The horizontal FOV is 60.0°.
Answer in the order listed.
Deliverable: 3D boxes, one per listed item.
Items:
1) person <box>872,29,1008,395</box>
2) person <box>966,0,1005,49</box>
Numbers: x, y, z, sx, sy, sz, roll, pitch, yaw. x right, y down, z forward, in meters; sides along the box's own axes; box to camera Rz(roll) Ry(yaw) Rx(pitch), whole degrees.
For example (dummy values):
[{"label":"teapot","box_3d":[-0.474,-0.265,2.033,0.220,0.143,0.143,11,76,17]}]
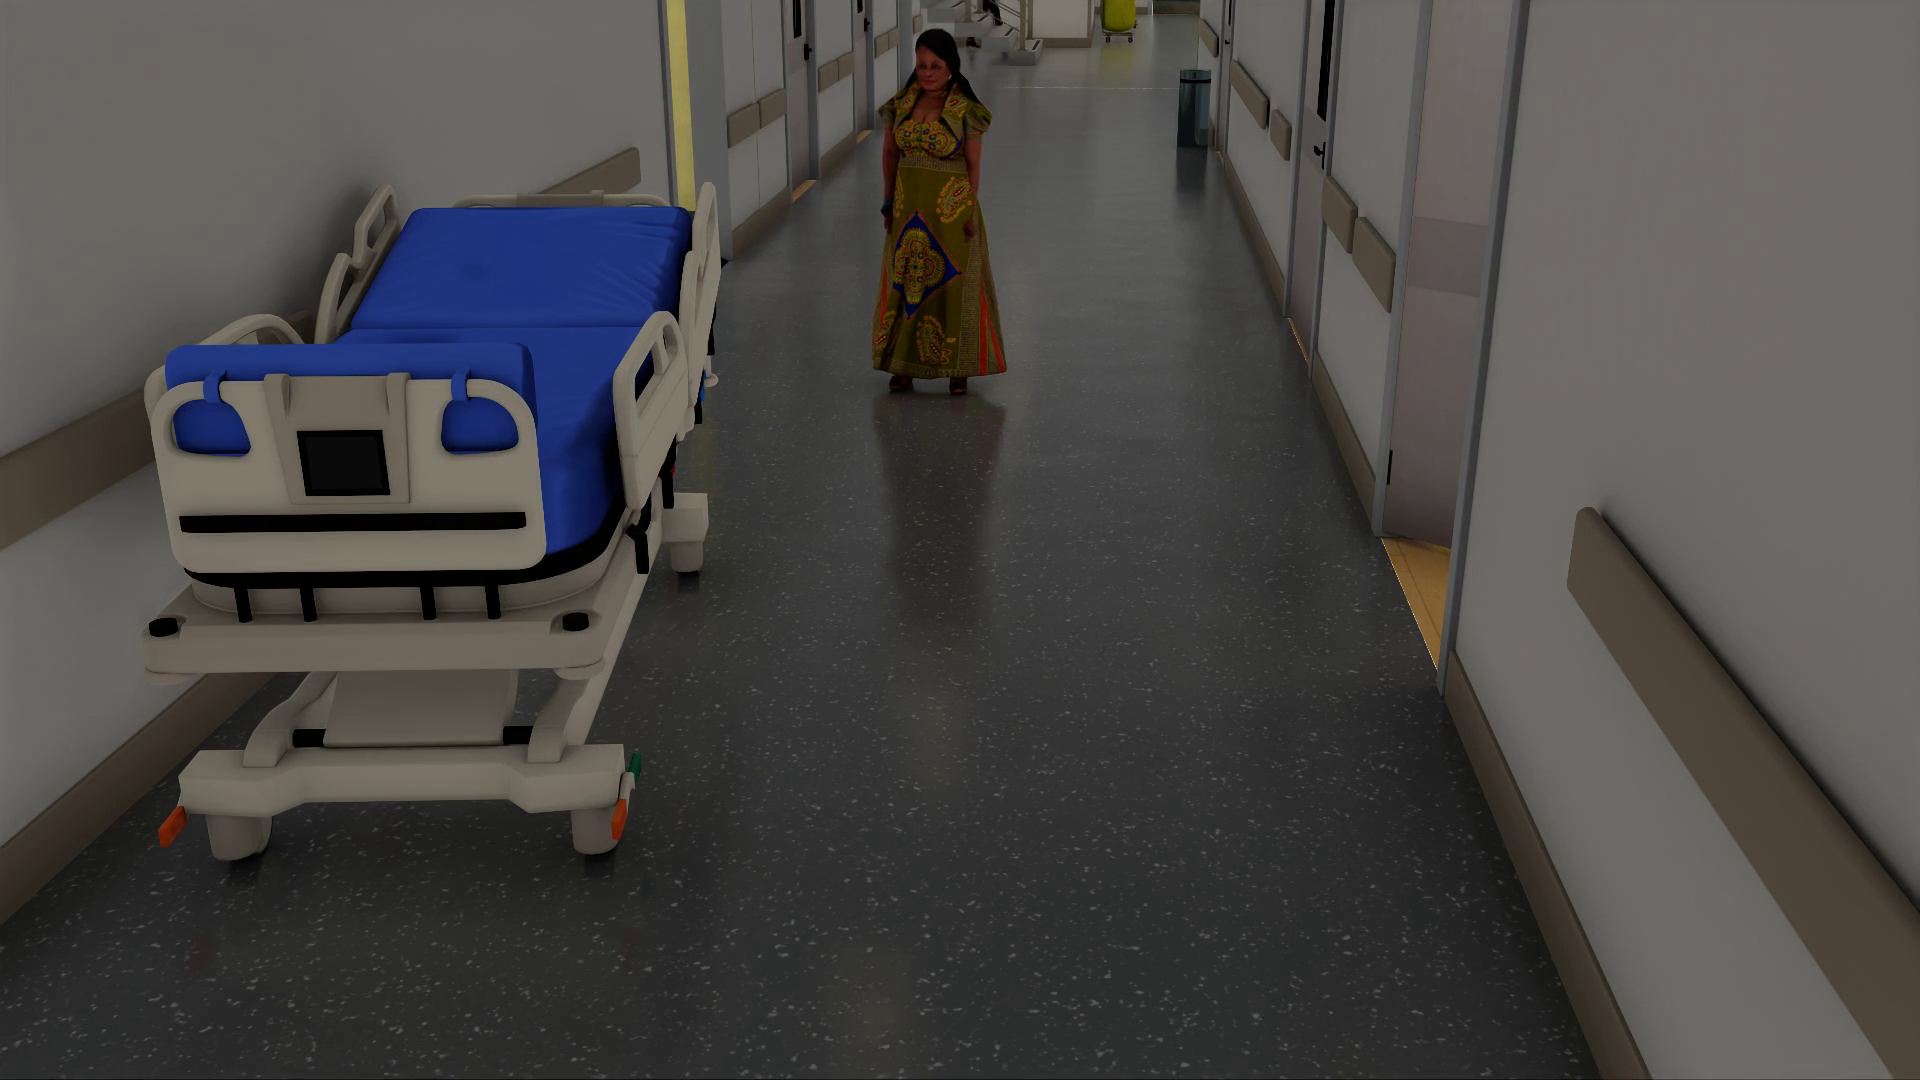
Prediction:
[{"label":"person","box_3d":[-0.123,-1.519,7.724,0.748,1.661,0.943,4,21,11]},{"label":"person","box_3d":[0.359,-8.821,27.067,1.081,1.616,0.636,0,21,1]}]
